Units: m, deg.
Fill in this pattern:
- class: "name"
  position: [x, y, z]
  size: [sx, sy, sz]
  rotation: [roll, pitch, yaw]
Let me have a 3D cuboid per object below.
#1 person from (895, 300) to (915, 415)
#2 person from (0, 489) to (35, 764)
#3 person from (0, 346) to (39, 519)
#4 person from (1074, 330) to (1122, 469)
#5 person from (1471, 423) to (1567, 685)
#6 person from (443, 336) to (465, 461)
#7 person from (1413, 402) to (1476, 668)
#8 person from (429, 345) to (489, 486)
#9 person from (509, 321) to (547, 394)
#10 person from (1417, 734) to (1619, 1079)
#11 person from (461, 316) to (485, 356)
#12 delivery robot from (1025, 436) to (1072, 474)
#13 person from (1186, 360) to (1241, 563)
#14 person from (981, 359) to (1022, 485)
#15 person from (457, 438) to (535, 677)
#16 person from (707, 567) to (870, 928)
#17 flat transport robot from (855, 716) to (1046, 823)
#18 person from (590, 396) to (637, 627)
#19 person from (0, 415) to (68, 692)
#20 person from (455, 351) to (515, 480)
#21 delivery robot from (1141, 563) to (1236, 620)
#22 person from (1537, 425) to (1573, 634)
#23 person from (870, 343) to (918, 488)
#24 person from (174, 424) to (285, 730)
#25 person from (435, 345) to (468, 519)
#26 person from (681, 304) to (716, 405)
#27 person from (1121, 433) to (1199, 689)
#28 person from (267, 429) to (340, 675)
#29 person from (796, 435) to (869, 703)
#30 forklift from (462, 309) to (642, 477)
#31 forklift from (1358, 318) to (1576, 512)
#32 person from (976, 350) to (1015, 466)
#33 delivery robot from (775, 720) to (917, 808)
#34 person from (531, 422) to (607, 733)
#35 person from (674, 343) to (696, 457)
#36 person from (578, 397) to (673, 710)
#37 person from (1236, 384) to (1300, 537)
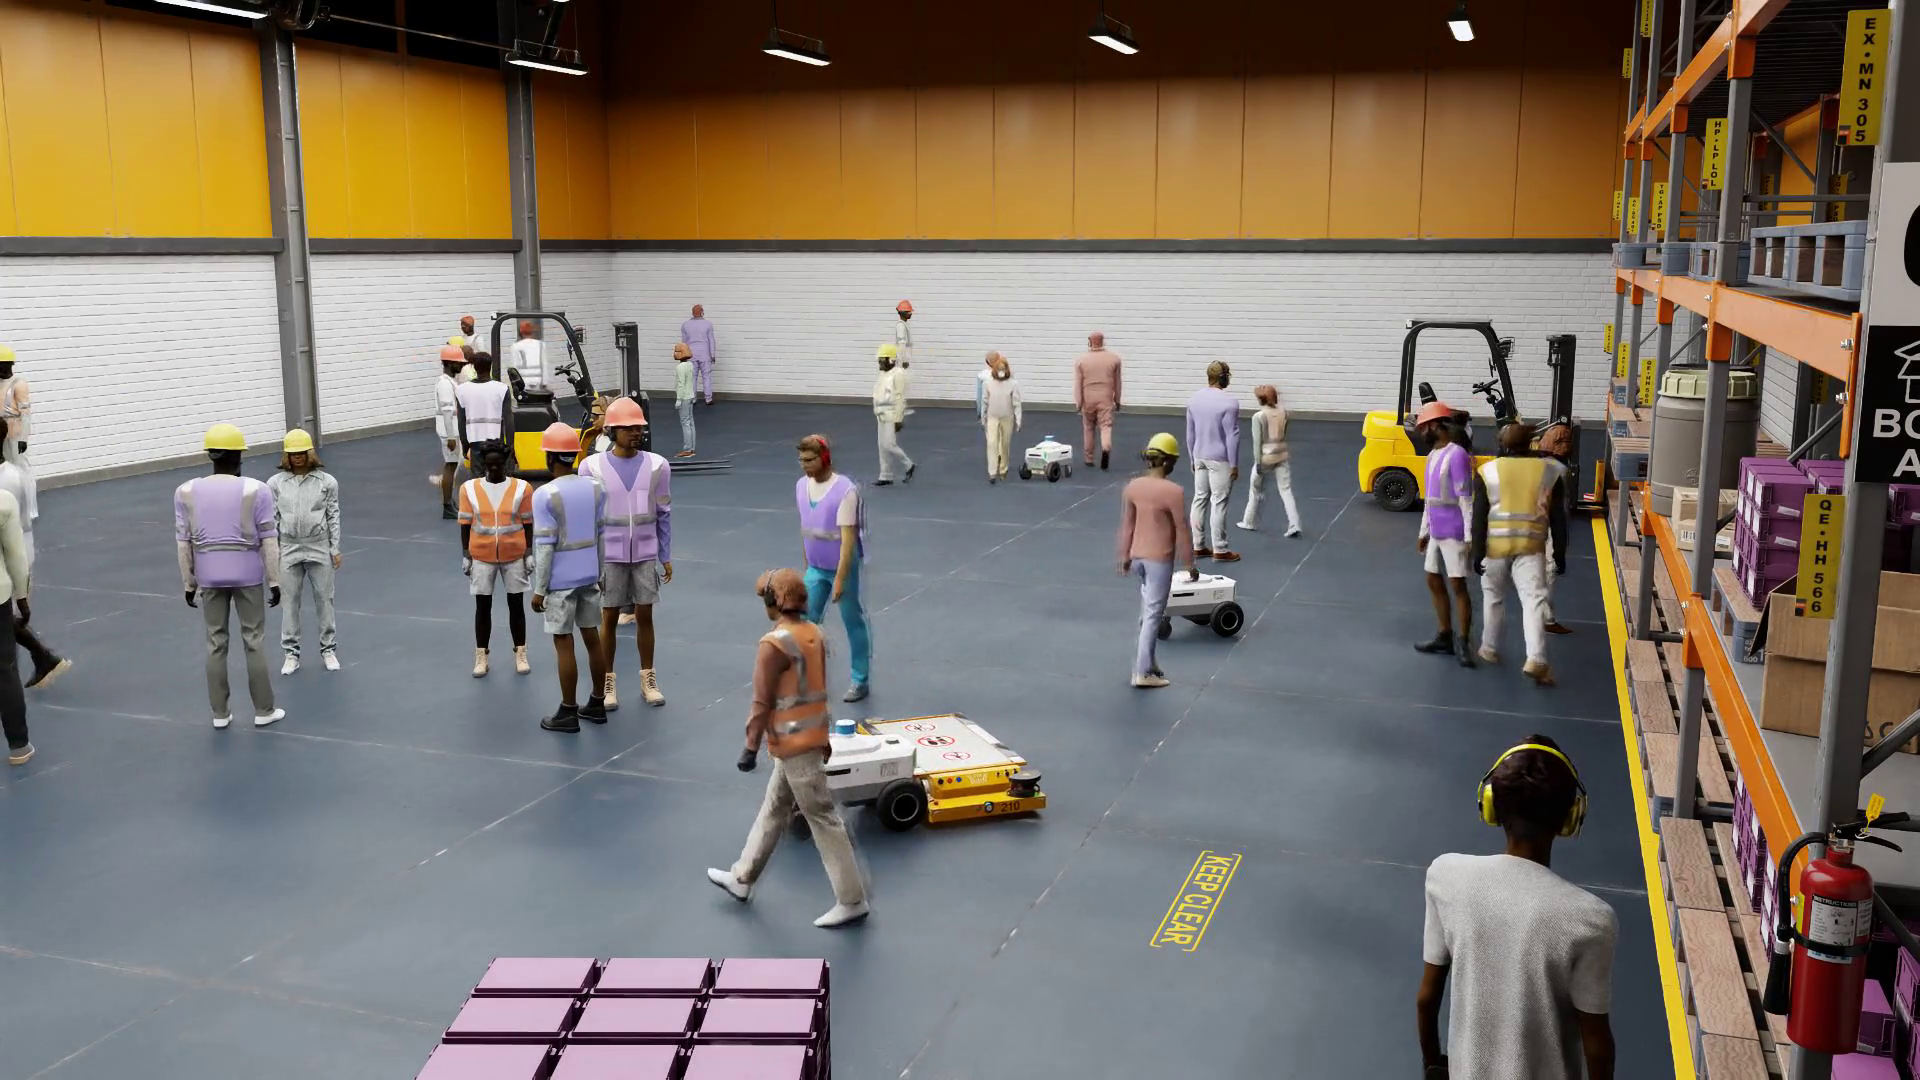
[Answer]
- class: "person"
  position: [-0.987, -3.254, 29.739]
  size: [0.370, 2.044, 0.608]
  rotation: [0, 10, -2]
- class: "person"
  position: [-5.729, 0.343, 9.624]
  size: [0.618, 1.990, 0.394]
  rotation: [-6, 12, -32]
- class: "person"
  position: [-10.456, -1.172, 18.339]
  size: [0.585, 1.928, 0.368]
  rotation: [7, 12, 34]
- class: "person"
  position: [1.870, -1.894, 22.549]
  size: [0.649, 1.878, 0.799]
  rotation: [1, 10, 4]
- class: "person"
  position: [3.946, 0.082, 11.740]
  size: [0.656, 1.783, 1.018]
  rotation: [2, 10, 11]
- class: "person"
  position: [-7.067, -1.984, 23.393]
  size: [0.327, 1.760, 0.523]
  rotation: [-9, 13, -41]
- class: "person"
  position: [3.552, -0.038, 12.092]
  size: [0.385, 1.894, 0.731]
  rotation: [-2, 10, -10]
- class: "person"
  position: [-6.169, -1.524, 20.693]
  size: [0.877, 1.795, 0.639]
  rotation: [2, 10, 12]
- class: "person"
  position: [-6.664, -2.425, 25.547]
  size: [0.604, 1.870, 0.494]
  rotation: [-10, 14, -44]
- class: "person"
  position: [1.366, 1.386, 4.083]
  size: [0.524, 1.876, 0.325]
  rotation: [9, 14, 43]
- class: "person"
  position: [-7.940, -2.707, 27.101]
  size: [0.575, 1.886, 0.361]
  rotation: [9, 13, 41]
- class: "delivery robot"
  position: [1.153, -1.103, 21.553]
  size: [0.477, 0.478, 0.707]
  rotation: [7, 12, 33]
- class: "person"
  position: [2.435, -0.756, 15.964]
  size: [0.379, 1.940, 0.629]
  rotation: [-7, 12, -36]
- class: "person"
  position: [0.529, -1.501, 21.151]
  size: [0.515, 1.584, 0.870]
  rotation: [0, 10, -1]
- class: "person"
  position: [-3.256, 0.118, 11.725]
  size: [0.533, 1.696, 0.318]
  rotation: [-3, 10, -14]
- class: "person"
  position: [-0.771, 0.919, 7.498]
  size: [0.842, 1.587, 0.485]
  rotation: [2, 10, 11]
- class: "flat transport robot"
  position: [-0.096, 1.246, 9.384]
  size: [0.652, 0.197, 1.431]
  rotation: [-4, 11, -20]
- class: "person"
  position: [-2.769, -0.233, 13.284]
  size: [0.328, 1.844, 0.511]
  rotation: [-8, 13, -38]
- class: "person"
  position: [-6.278, 0.138, 10.917]
  size: [0.568, 1.946, 0.631]
  rotation: [-7, 12, -36]
- class: "person"
  position: [-4.986, -1.021, 17.519]
  size: [0.593, 1.917, 0.391]
  rotation: [0, 10, -1]
- class: "delivery robot"
  position: [1.783, 0.417, 12.989]
  size: [0.707, 0.478, 0.477]
  rotation: [-3, 11, -18]
- class: "person"
  position: [4.641, -0.086, 13.045]
  size: [0.279, 1.634, 0.499]
  rotation: [-1, 10, -7]
- class: "person"
  position: [-0.857, -1.548, 20.750]
  size: [0.493, 1.822, 0.611]
  rotation: [-6, 12, -29]
- class: "person"
  position: [-4.575, 0.232, 10.445]
  size: [0.591, 1.921, 0.384]
  rotation: [-1, 10, -8]
- class: "person"
  position: [-5.619, -1.201, 18.482]
  size: [0.377, 1.932, 0.552]
  rotation: [-2, 10, -13]
- class: "person"
  position: [-4.938, -3.506, 31.539]
  size: [0.638, 1.911, 0.406]
  rotation: [1, 10, 6]
- class: "person"
  position: [1.363, 0.142, 11.452]
  size: [0.545, 1.740, 0.560]
  rotation: [-7, 12, -34]
- class: "person"
  position: [-4.646, 0.081, 11.805]
  size: [0.484, 1.744, 0.295]
  rotation: [-4, 11, -20]
- class: "person"
  position: [-0.898, 0.217, 10.856]
  size: [0.605, 1.793, 0.879]
  rotation: [9, 13, 40]
- class: "forklift"
  position: [-5.354, -1.902, 21.697]
  size: [2.313, 2.155, 1.214]
  rotation: [-2, 10, -13]
- class: "forklift"
  position: [5.787, -1.437, 19.079]
  size: [2.313, 2.155, 1.214]
  rotation: [3, 11, 19]
- class: "person"
  position: [0.481, -1.751, 22.468]
  size: [0.539, 1.612, 0.511]
  rotation: [1, 10, 6]
- class: "delivery robot"
  position: [-0.597, 1.182, 8.682]
  size: [0.707, 0.478, 0.477]
  rotation: [-4, 11, -23]
- class: "person"
  position: [-2.451, 0.235, 10.384]
  size: [0.362, 1.939, 0.542]
  rotation: [7, 12, 36]
- class: "person"
  position: [-3.960, -2.003, 23.850]
  size: [0.281, 1.633, 0.500]
  rotation: [1, 10, 8]
- class: "person"
  position: [-2.175, 0.091, 10.894]
  size: [0.608, 2.048, 0.365]
  rotation: [-4, 11, -22]
- class: "person"
  position: [3.255, -0.831, 17.378]
  size: [0.516, 1.588, 0.903]
  rotation: [-5, 11, -26]
